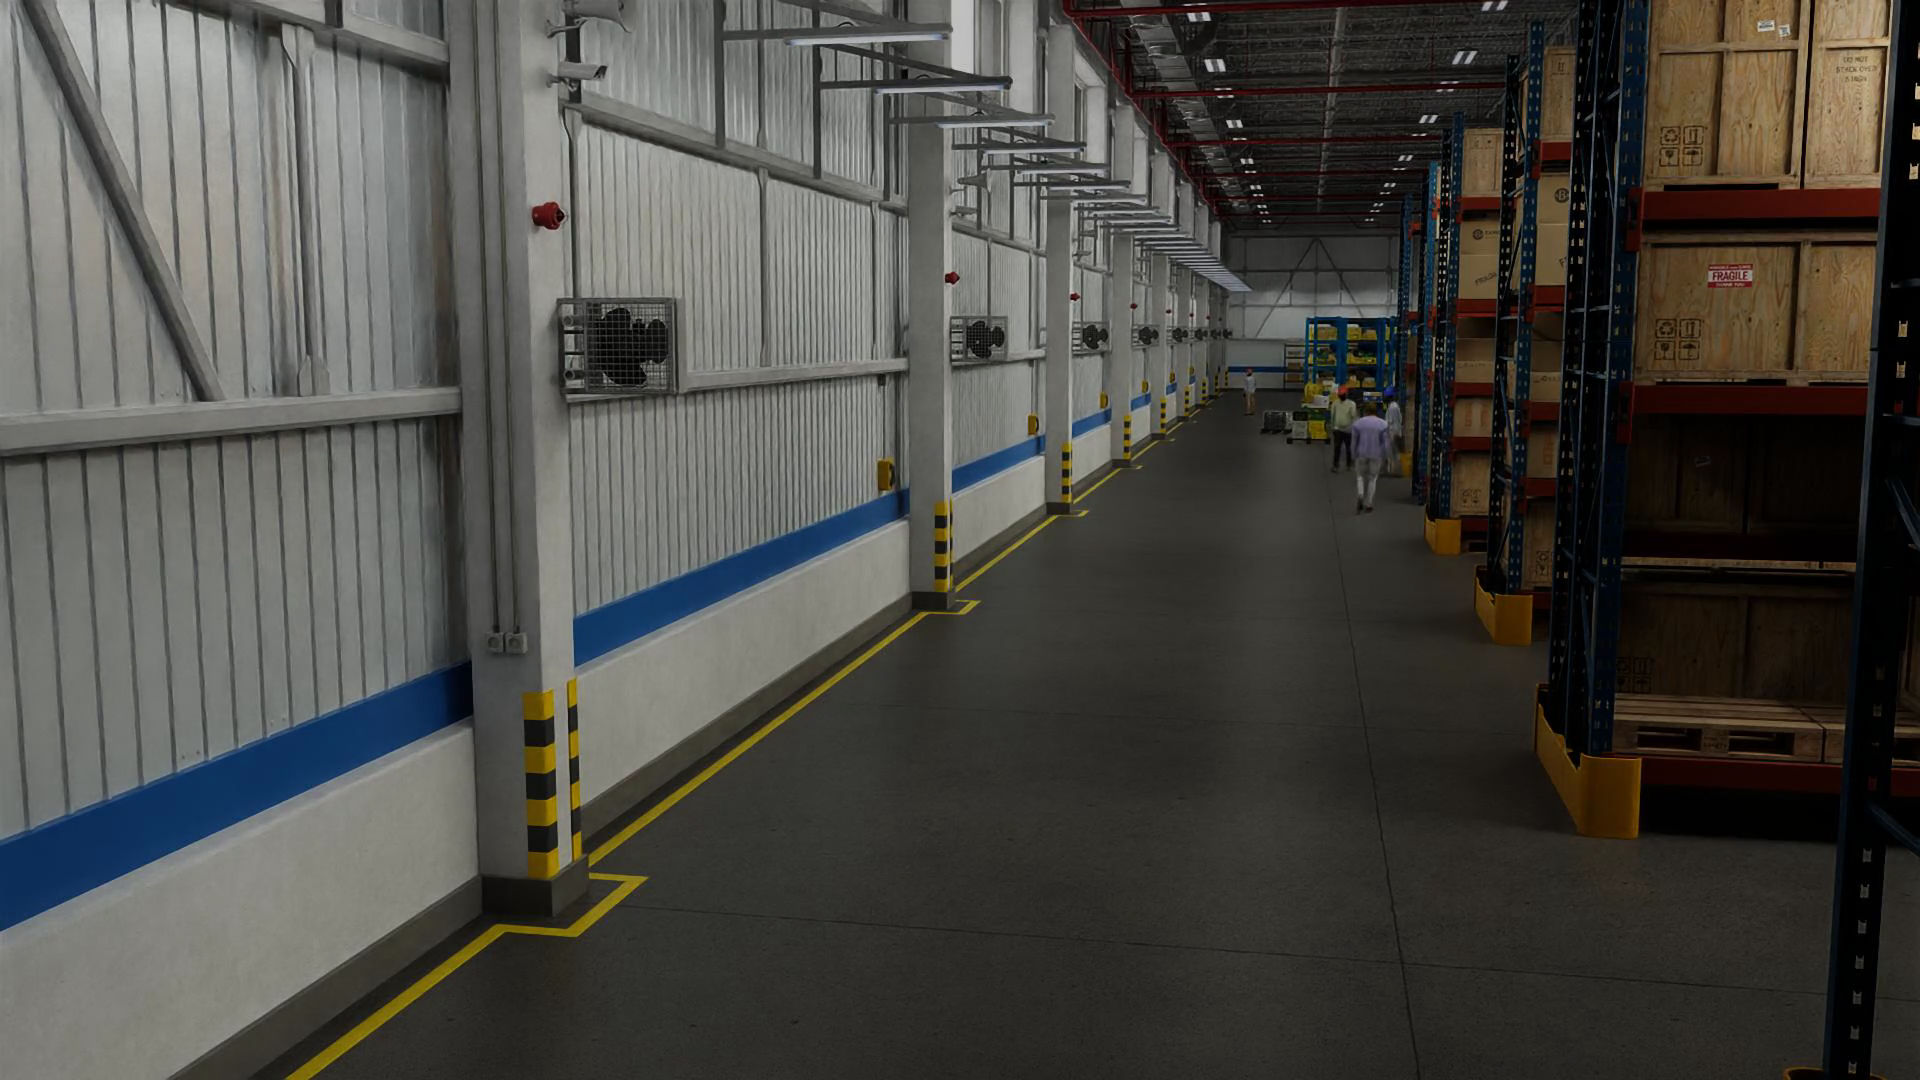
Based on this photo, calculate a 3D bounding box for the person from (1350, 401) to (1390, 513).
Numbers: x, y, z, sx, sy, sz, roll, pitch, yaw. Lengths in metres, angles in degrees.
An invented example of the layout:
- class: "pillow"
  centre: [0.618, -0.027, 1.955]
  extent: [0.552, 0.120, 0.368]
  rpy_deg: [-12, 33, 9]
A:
- class: "person"
  centre: [7.090, -1.442, 28.732]
  extent: [0.655, 1.915, 0.717]
  rpy_deg: [2, 7, 18]

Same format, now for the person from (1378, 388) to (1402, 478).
- class: "person"
  centre: [9.083, -2.250, 35.219]
  extent: [0.689, 1.919, 0.649]
  rpy_deg: [1, 7, 10]

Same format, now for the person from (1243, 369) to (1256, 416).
- class: "person"
  centre: [10.753, -5.490, 61.814]
  extent: [0.561, 1.753, 0.327]
  rpy_deg: [-5, 9, -36]

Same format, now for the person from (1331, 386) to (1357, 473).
- class: "person"
  centre: [8.496, -2.440, 36.779]
  extent: [0.623, 1.932, 1.071]
  rpy_deg: [4, 8, 28]
